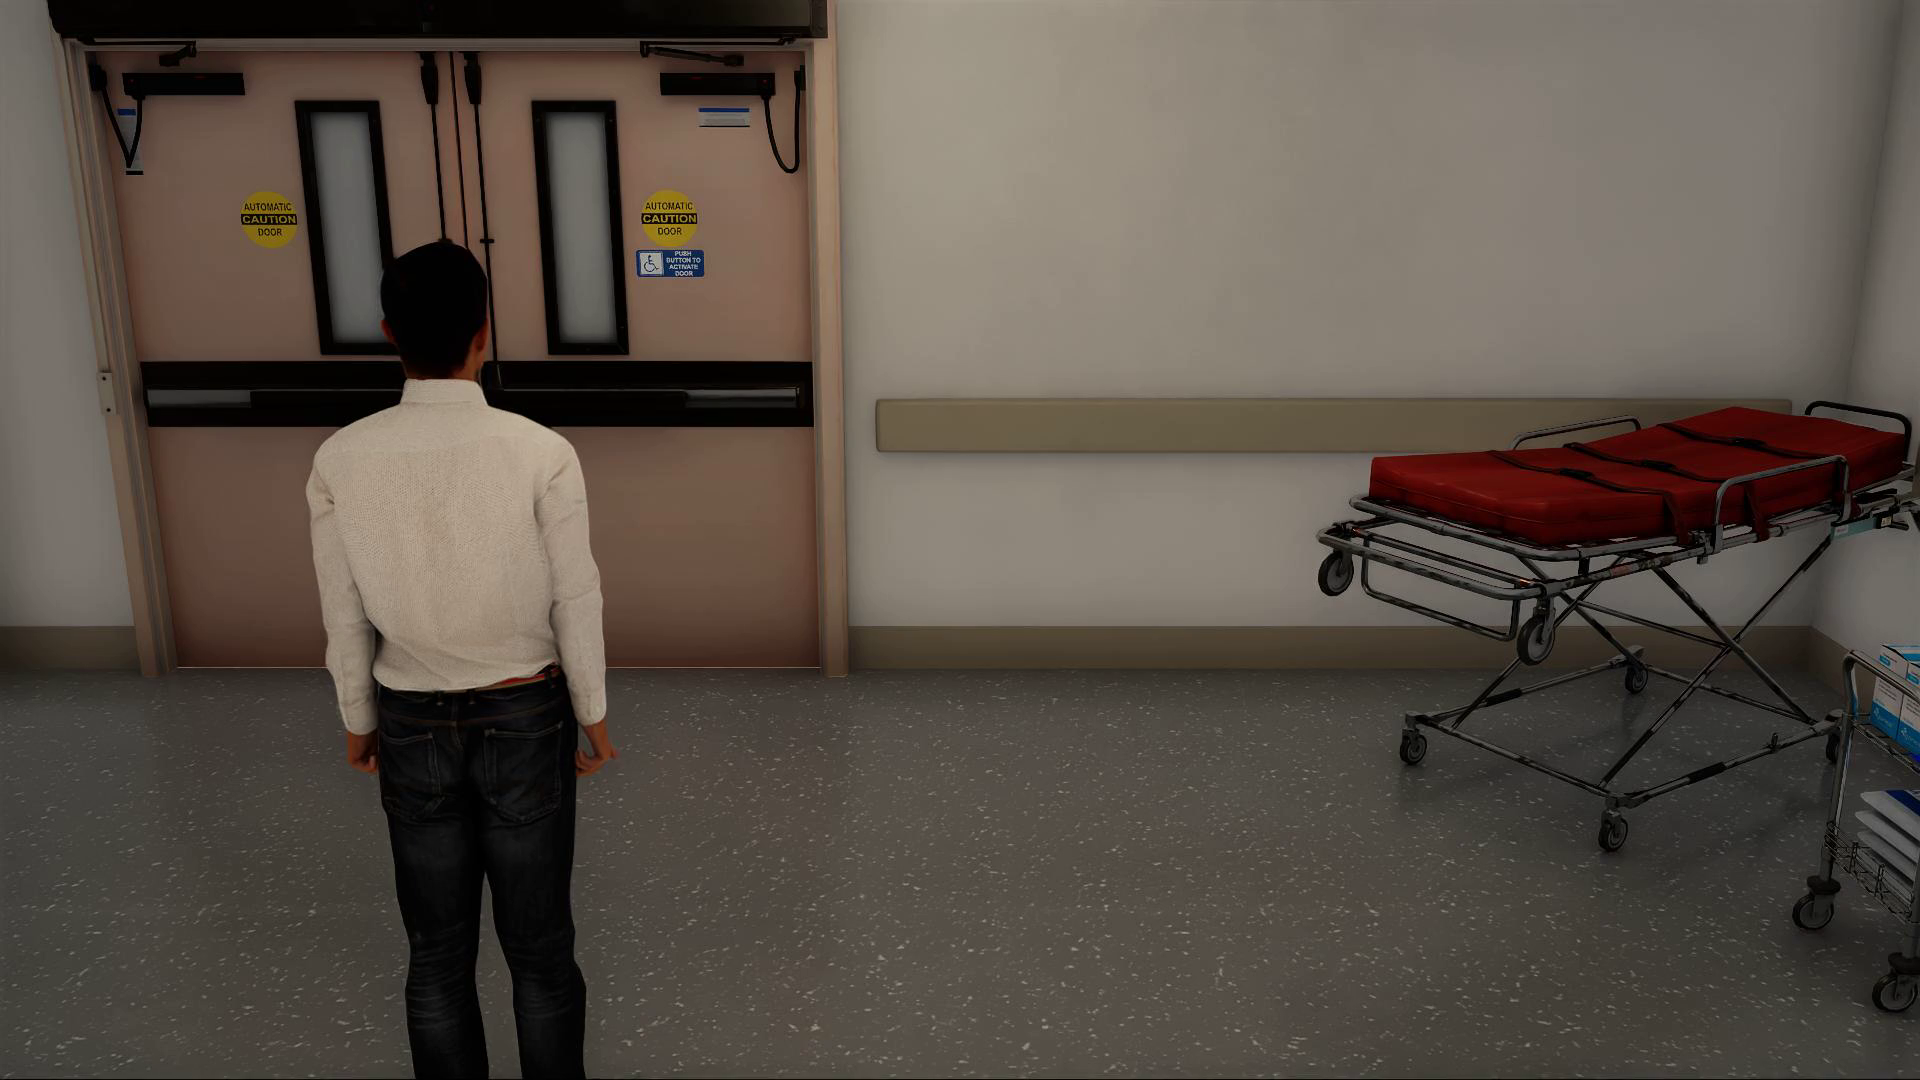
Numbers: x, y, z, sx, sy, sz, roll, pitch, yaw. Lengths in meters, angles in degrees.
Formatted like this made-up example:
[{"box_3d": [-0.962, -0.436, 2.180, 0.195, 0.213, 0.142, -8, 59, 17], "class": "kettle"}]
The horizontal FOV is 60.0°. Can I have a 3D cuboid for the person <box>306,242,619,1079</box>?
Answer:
[{"box_3d": [-0.908, 0.359, 3.103, 0.664, 1.811, 0.566, -1, 16, -4], "class": "person"}]
